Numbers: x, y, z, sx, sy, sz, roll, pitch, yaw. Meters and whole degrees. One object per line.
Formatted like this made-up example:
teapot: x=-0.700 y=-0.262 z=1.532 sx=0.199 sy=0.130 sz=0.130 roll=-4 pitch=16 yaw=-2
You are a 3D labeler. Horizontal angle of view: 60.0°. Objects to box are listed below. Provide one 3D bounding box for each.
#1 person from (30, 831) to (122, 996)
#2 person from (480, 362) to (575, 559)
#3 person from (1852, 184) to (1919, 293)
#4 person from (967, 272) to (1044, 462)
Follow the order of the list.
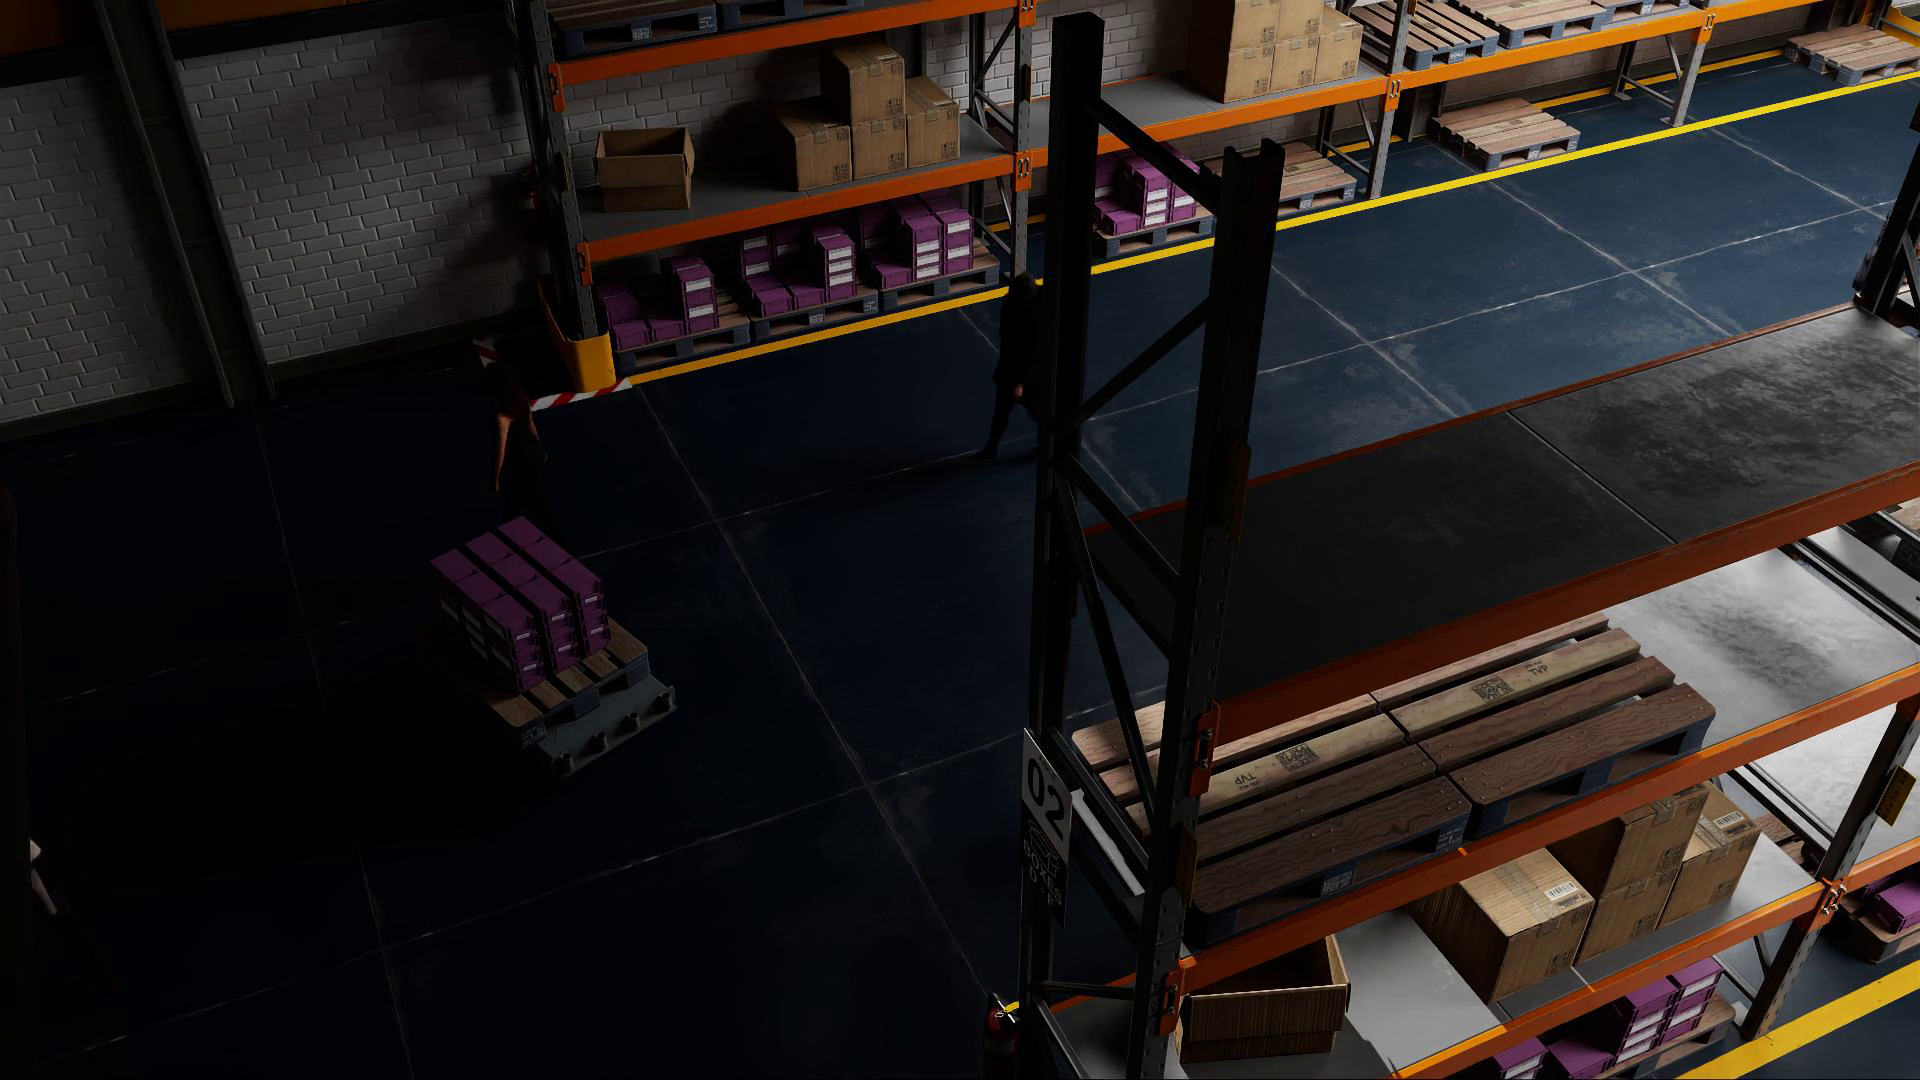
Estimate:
person: x=-4.963 y=1.766 z=8.762 sx=1.215 sy=1.839 sz=1.249 roll=19 pitch=42 yaw=22
person: x=-3.015 y=-0.516 z=11.763 sx=1.075 sy=1.660 sz=0.925 roll=4 pitch=39 yaw=5
person: x=7.945 y=-2.400 z=13.962 sx=0.912 sy=1.859 sz=0.859 roll=-2 pitch=39 yaw=-2
person: x=0.557 y=-1.292 z=12.747 sx=0.949 sy=1.644 sz=0.693 roll=-18 pitch=42 yaw=-21
